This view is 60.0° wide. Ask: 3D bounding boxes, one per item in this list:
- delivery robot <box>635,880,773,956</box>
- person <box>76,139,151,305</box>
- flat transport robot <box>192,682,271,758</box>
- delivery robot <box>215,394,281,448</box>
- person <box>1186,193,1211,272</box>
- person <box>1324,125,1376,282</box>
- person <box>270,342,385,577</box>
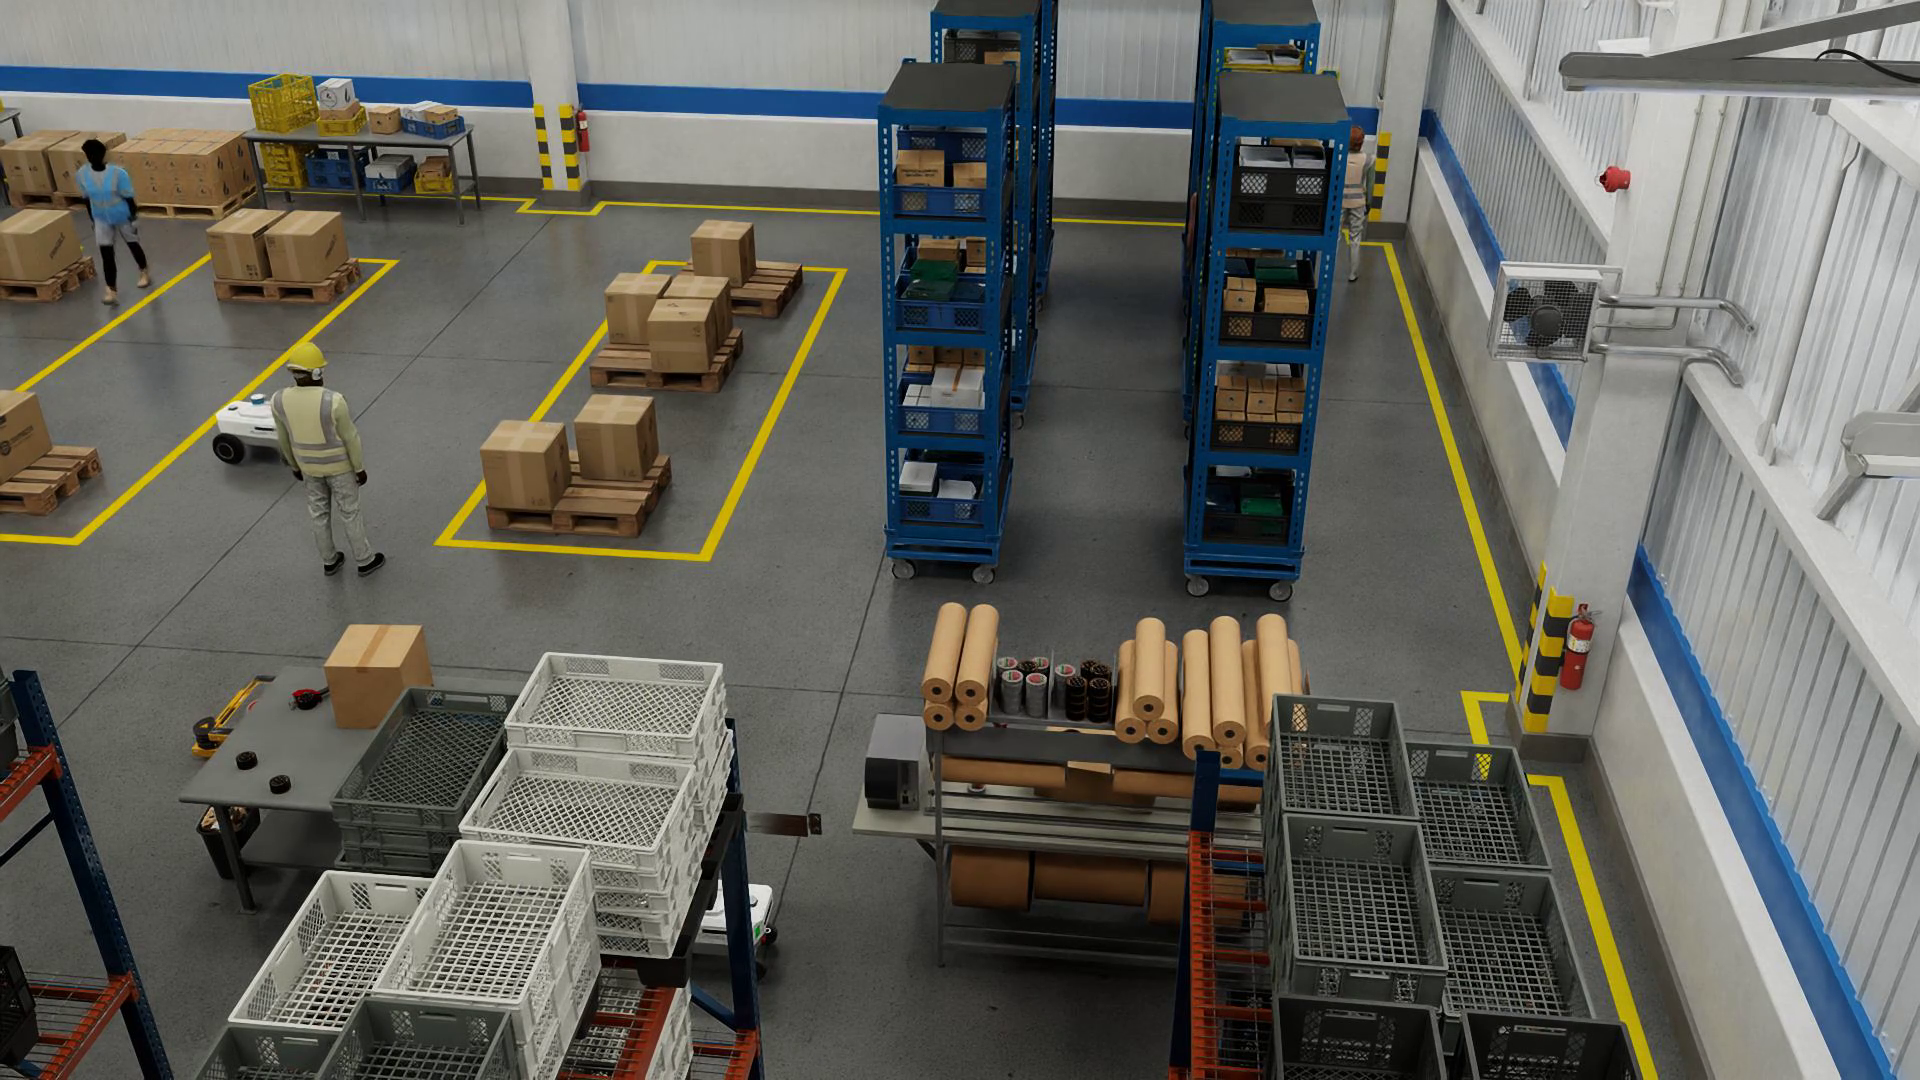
[{"bbox_3d":[-1.361,1.987,8.863,0.707,0.478,0.477,3,30,6],"label":"delivery robot"},{"bbox_3d":[-8.598,-3.254,16.869,0.538,1.643,0.887,-3,30,-5],"label":"person"},{"bbox_3d":[-4.089,1.163,10.648,1.431,0.197,0.652,3,30,6],"label":"flat transport robot"},{"bbox_3d":[-5.854,-0.990,13.976,0.707,0.478,0.477,7,31,11],"label":"delivery robot"},{"bbox_3d":[2.416,-2.653,15.513,0.611,1.985,0.393,4,30,6],"label":"person"},{"bbox_3d":[4.021,-3.483,17.275,0.514,1.642,0.310,4,30,6],"label":"person"},{"bbox_3d":[-4.599,-0.567,12.090,0.588,1.822,0.403,4,30,6],"label":"person"}]
